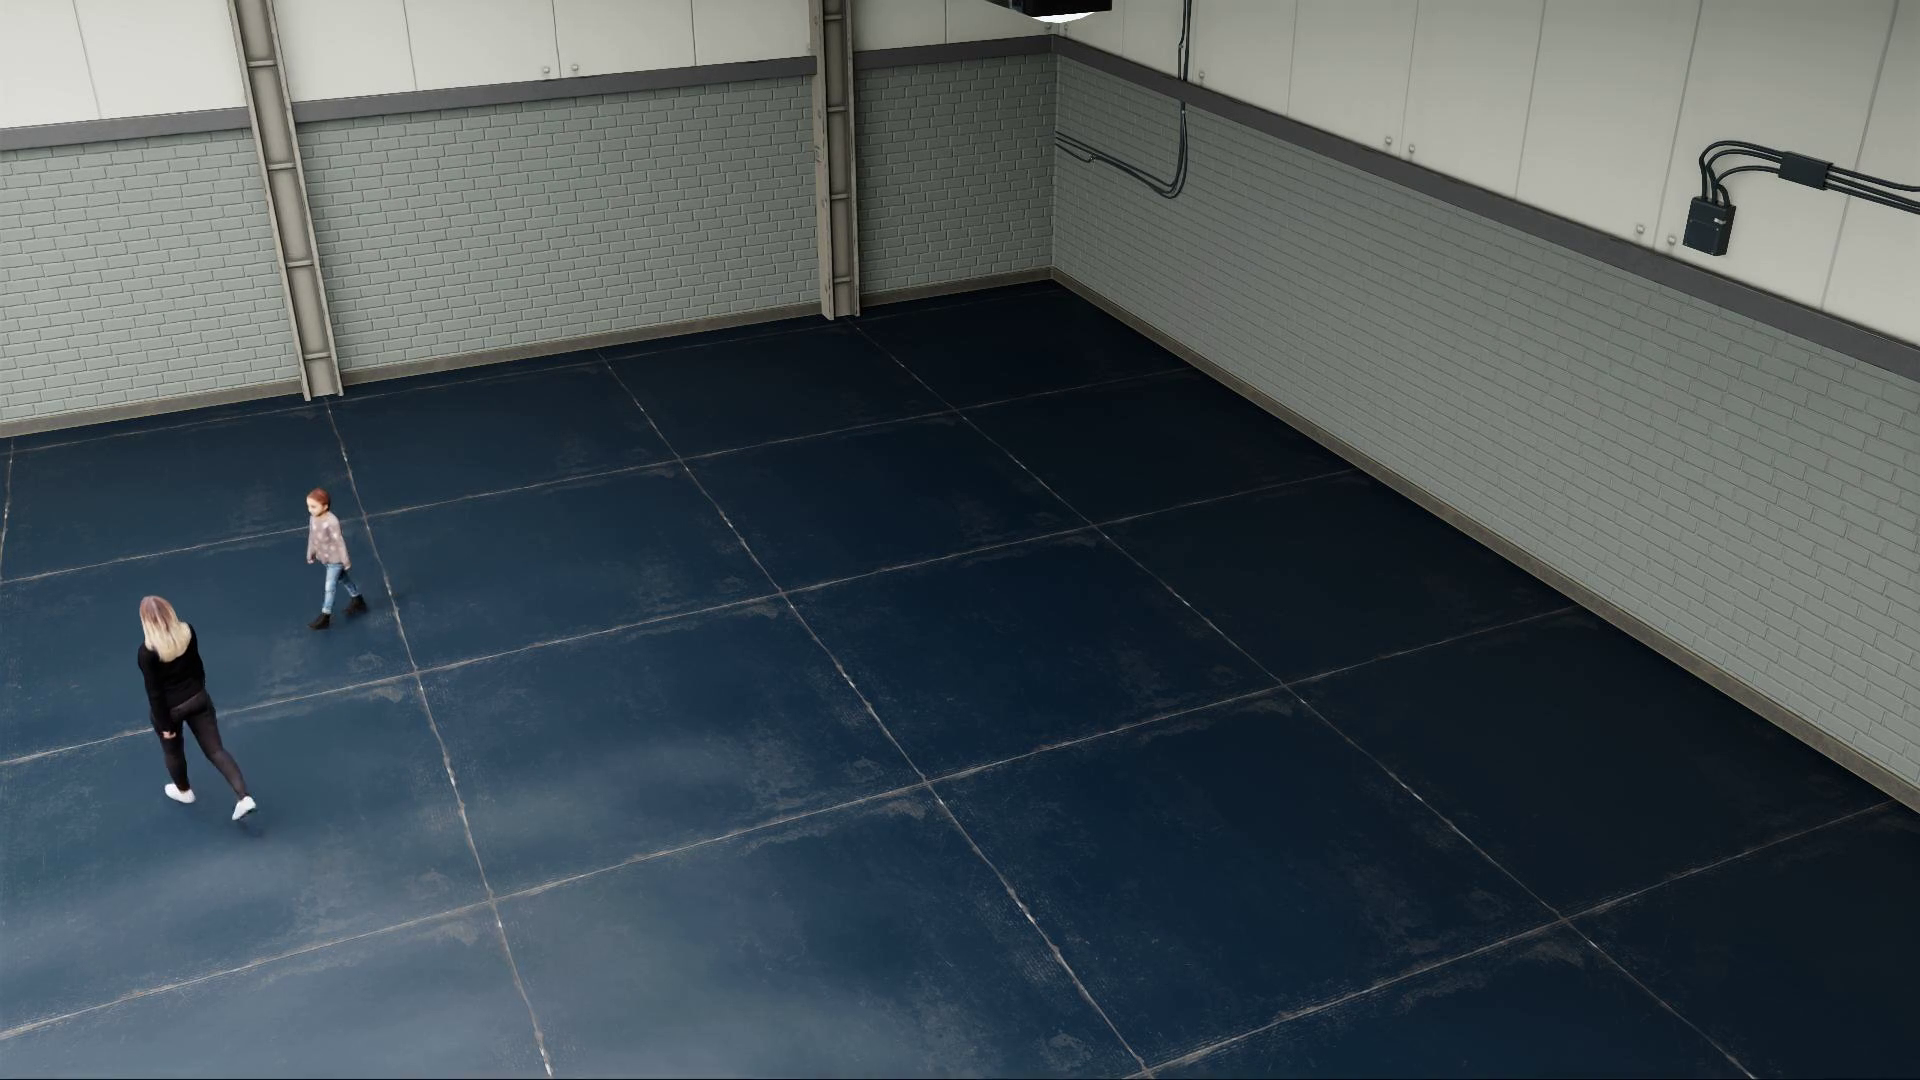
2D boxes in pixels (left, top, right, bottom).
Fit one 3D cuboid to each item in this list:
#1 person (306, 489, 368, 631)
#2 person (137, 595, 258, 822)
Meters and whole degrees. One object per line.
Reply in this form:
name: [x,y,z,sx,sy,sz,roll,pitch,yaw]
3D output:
person: [-5.018,0.116,13.399,0.729,1.166,0.878,18,32,31]
person: [-5.021,1.134,10.892,1.081,1.653,1.156,16,31,28]
